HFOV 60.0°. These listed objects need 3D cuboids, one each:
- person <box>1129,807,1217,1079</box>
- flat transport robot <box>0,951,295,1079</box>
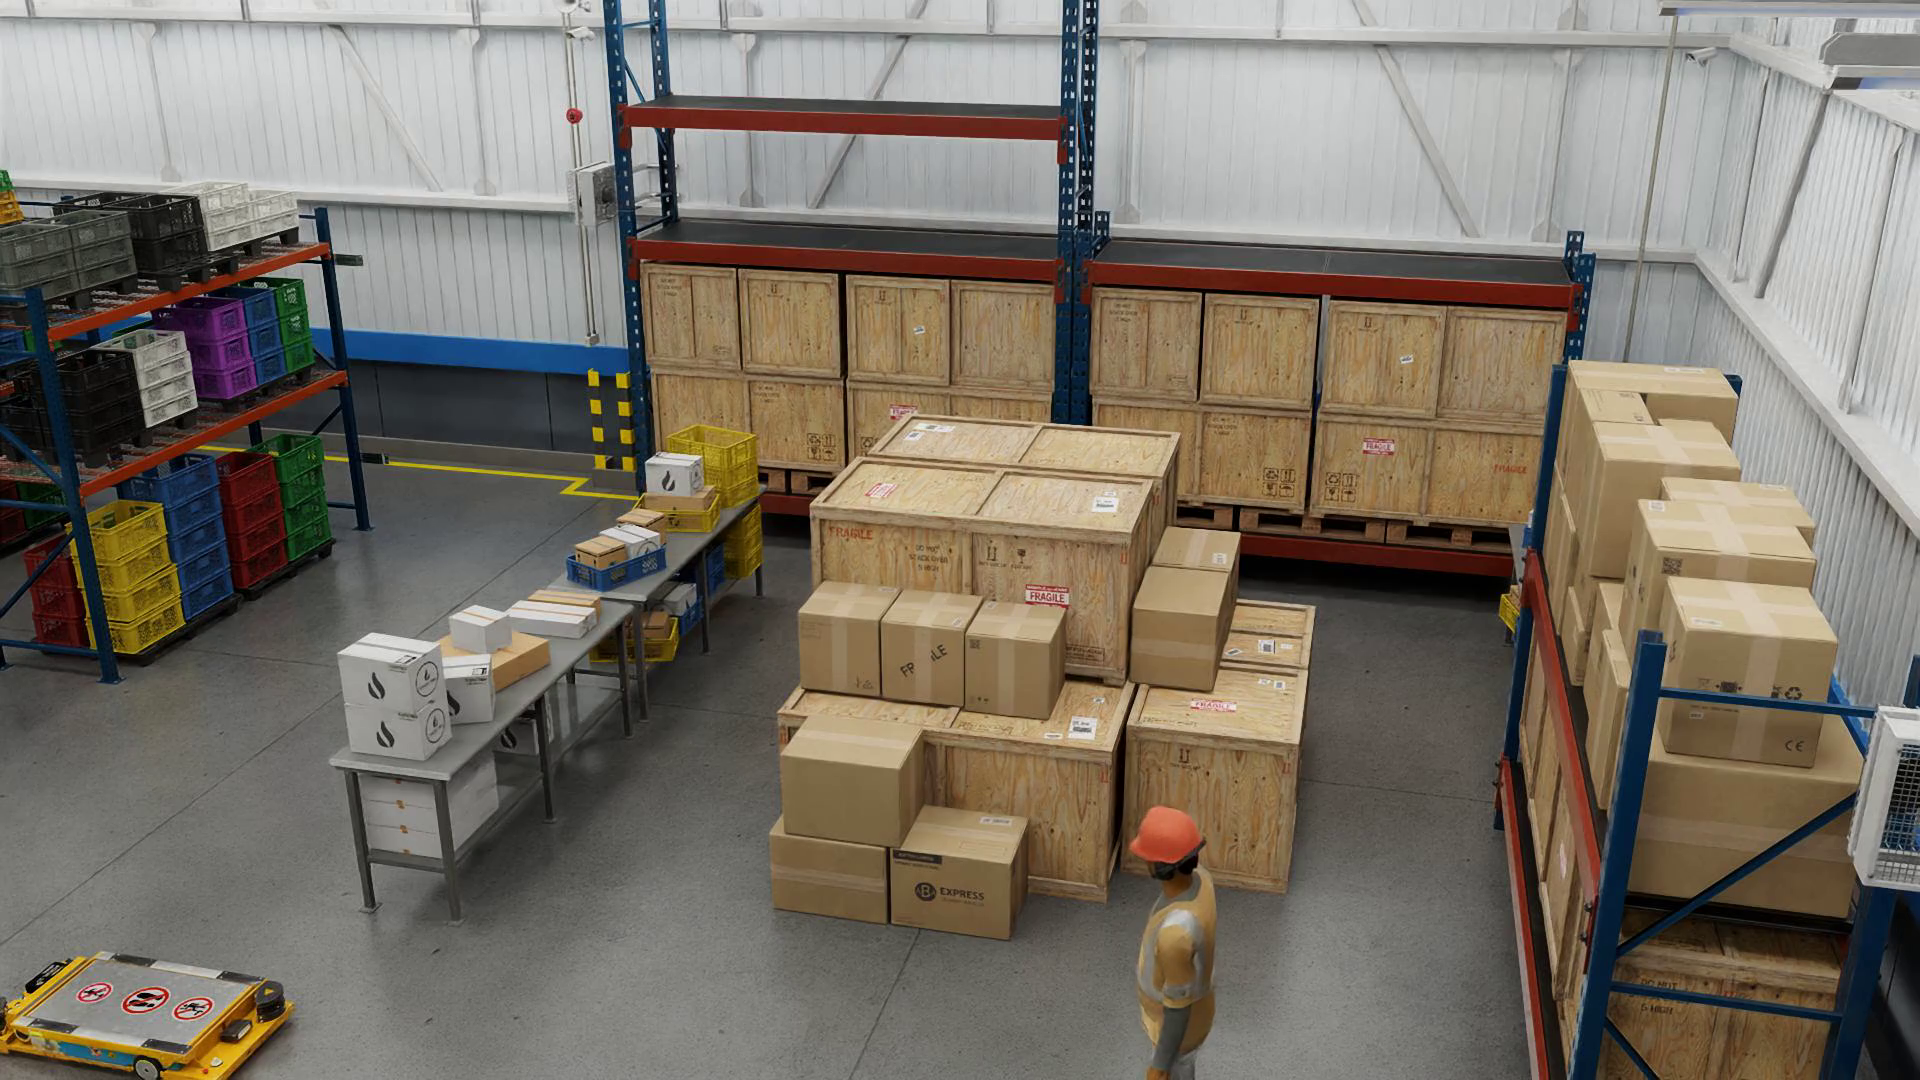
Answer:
[{"bbox_3d":[0.891,2.066,7.169,0.400,2.035,0.607,6,22,14],"label":"person"},{"bbox_3d":[-4.270,2.464,8.601,1.431,0.231,0.659,5,22,13],"label":"flat transport robot"}]
